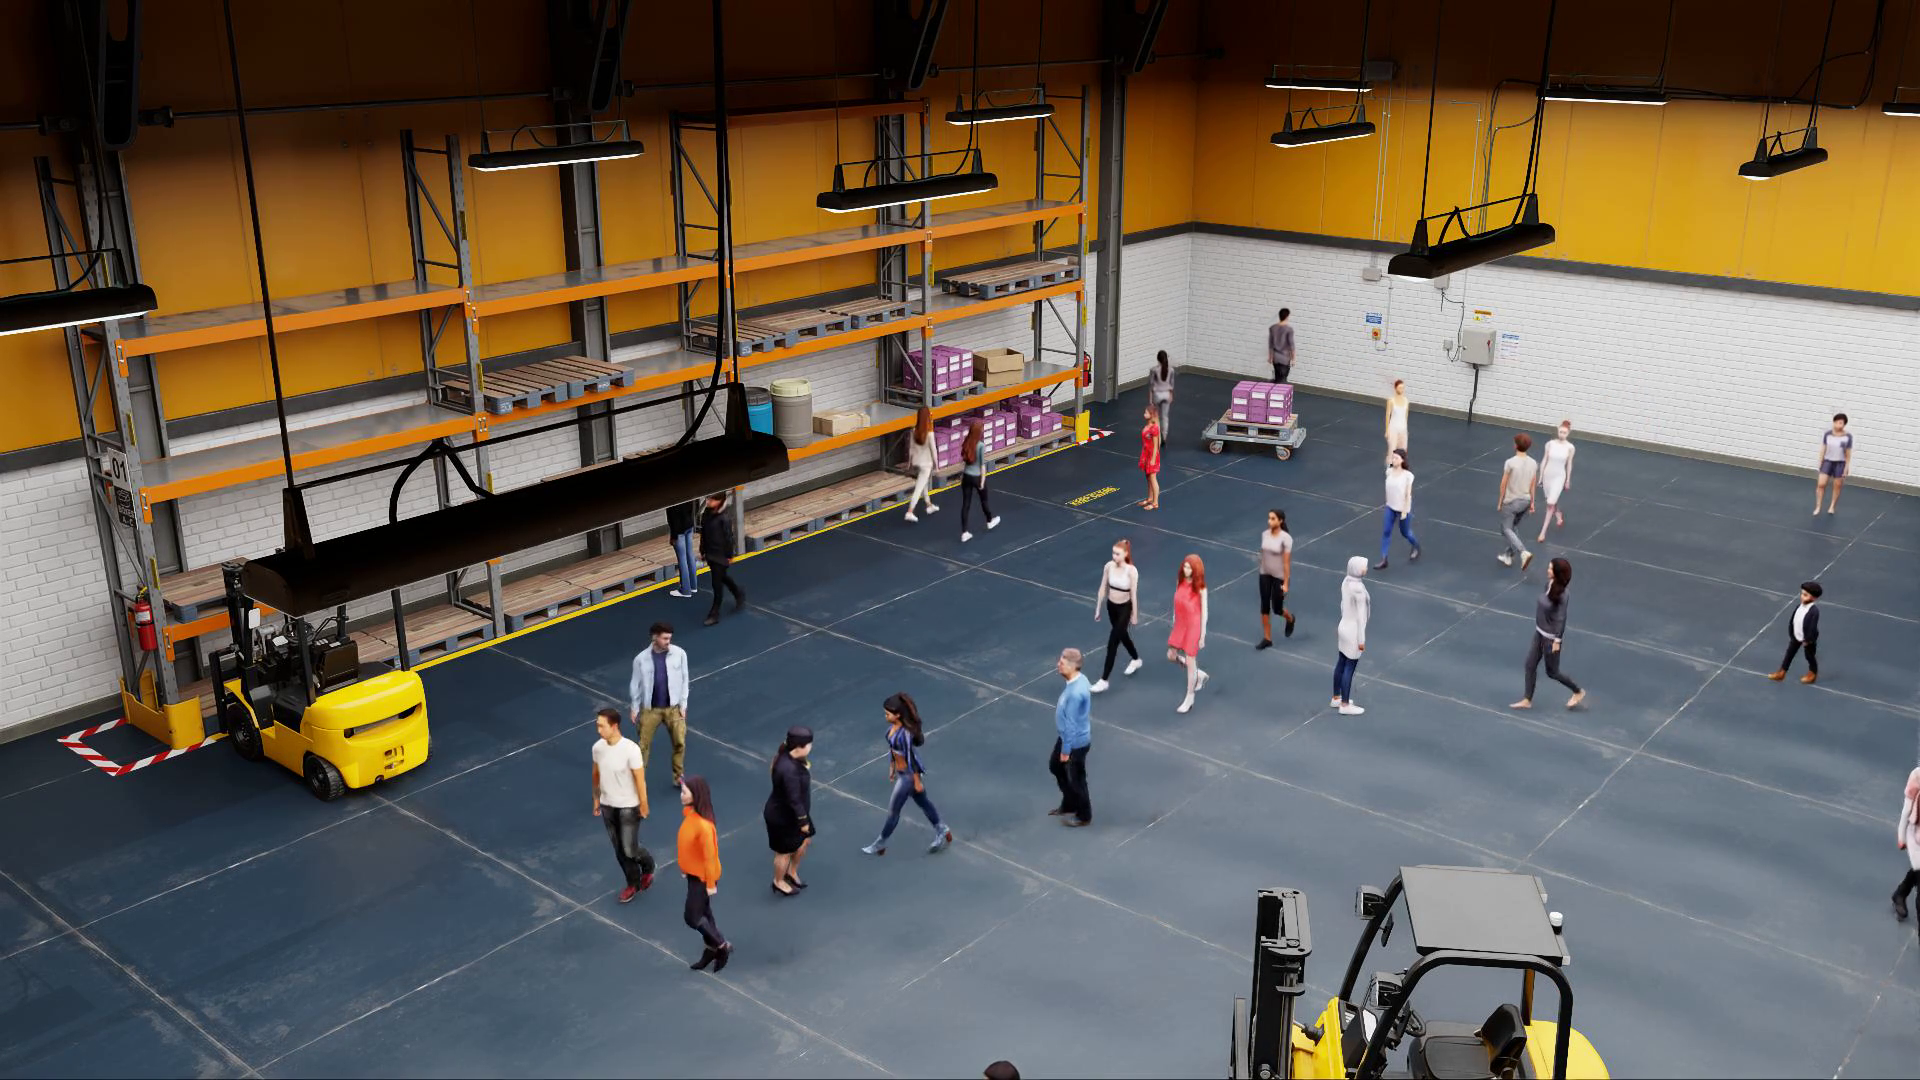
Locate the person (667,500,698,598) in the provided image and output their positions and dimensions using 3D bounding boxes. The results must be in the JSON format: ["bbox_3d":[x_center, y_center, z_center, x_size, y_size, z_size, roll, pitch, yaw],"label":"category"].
[{"bbox_3d":[-3.588,-0.127,21.520,0.716,1.750,0.576,7,20,20],"label":"person"}]

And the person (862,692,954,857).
[{"bbox_3d":[-0.398,2.136,15.072,1.182,1.577,1.033,-6,19,-16],"label":"person"}]

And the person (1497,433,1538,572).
[{"bbox_3d":[7.515,-0.458,22.324,1.072,1.864,1.022,-6,19,-16],"label":"person"}]

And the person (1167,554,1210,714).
[{"bbox_3d":[2.551,0.992,18.100,0.823,1.813,0.692,-14,23,-36],"label":"person"}]

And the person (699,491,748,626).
[{"bbox_3d":[-2.969,0.143,20.711,0.611,1.755,1.062,15,24,37],"label":"person"}]

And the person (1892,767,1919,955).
[{"bbox_3d":[8.021,2.477,13.798,1.008,1.744,1.291,5,19,14],"label":"person"}]

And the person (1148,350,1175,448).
[{"bbox_3d":[3.448,-2.357,28.345,1.120,1.621,1.120,-4,19,-11],"label":"person"}]

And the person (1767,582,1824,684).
[{"bbox_3d":[9.618,1.069,18.835,0.904,1.197,0.784,-5,19,-13],"label":"person"}]

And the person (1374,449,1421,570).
[{"bbox_3d":[5.986,-0.409,22.504,1.094,1.656,0.695,-15,24,-38],"label":"person"}]

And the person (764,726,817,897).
[{"bbox_3d":[-1.552,2.366,14.298,0.910,1.635,0.839,-1,19,-4],"label":"person"}]

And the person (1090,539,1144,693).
[{"bbox_3d":[1.855,0.823,18.795,0.631,1.689,1.201,16,25,40],"label":"person"}]

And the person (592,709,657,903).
[{"bbox_3d":[-2.874,2.255,14.395,0.756,1.784,0.795,6,20,18],"label":"person"}]

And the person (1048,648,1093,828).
[{"bbox_3d":[1.154,1.850,15.569,0.865,1.802,0.793,0,19,-1],"label":"person"}]

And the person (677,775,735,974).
[{"bbox_3d":[-1.986,2.656,13.270,0.767,1.740,0.738,-8,20,-23],"label":"person"}]

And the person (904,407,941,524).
[{"bbox_3d":[-0.609,-1.075,24.443,0.611,1.682,1.070,14,23,36],"label":"person"}]

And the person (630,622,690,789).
[{"bbox_3d":[-2.967,1.636,16.216,0.870,1.795,1.009,-1,19,-2],"label":"person"}]

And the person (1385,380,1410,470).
[{"bbox_3d":[6.919,-1.751,26.529,0.781,1.631,0.822,-4,19,-13],"label":"person"}]

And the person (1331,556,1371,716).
[{"bbox_3d":[4.245,1.020,18.077,0.741,1.775,0.701,-3,19,-10],"label":"person"}]

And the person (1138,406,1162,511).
[{"bbox_3d":[2.892,-1.254,25.114,0.713,1.592,0.663,-3,19,-9],"label":"person"}]

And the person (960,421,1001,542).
[{"bbox_3d":[0.148,-0.804,23.618,0.666,1.695,1.128,12,22,32],"label":"person"}]

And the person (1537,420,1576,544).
[{"bbox_3d":[8.476,-0.840,23.632,0.585,1.754,1.092,15,24,37],"label":"person"}]

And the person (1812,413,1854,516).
[{"bbox_3d":[13.113,-1.153,24.887,0.591,1.546,0.751,12,22,32],"label":"person"}]

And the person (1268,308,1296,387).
[{"bbox_3d":[5.983,-3.398,31.105,0.708,1.831,0.972,17,25,40],"label":"person"}]

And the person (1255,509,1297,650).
[{"bbox_3d":[3.795,0.452,19.824,0.866,1.735,0.664,-16,24,-39],"label":"person"}]

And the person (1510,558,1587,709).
[{"bbox_3d":[6.481,1.040,18.066,1.116,1.743,1.031,-3,19,-8],"label":"person"}]
